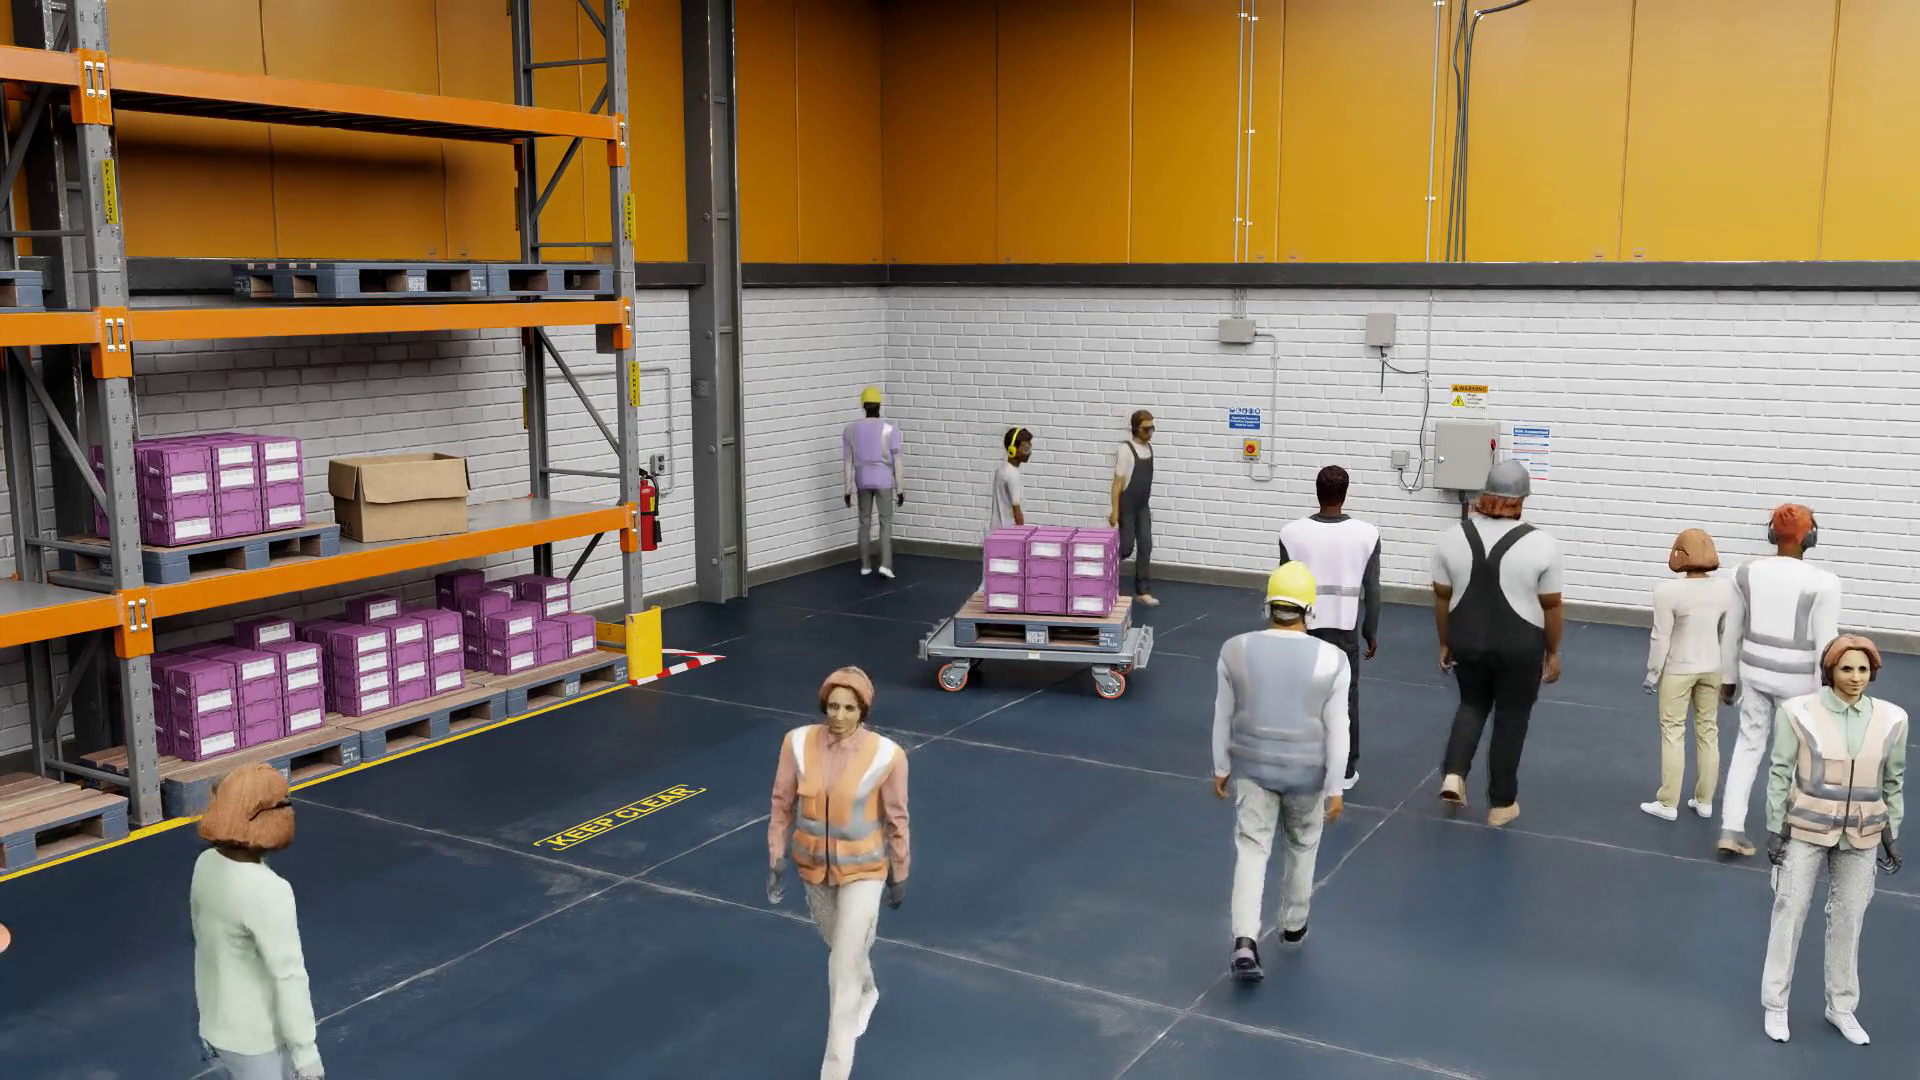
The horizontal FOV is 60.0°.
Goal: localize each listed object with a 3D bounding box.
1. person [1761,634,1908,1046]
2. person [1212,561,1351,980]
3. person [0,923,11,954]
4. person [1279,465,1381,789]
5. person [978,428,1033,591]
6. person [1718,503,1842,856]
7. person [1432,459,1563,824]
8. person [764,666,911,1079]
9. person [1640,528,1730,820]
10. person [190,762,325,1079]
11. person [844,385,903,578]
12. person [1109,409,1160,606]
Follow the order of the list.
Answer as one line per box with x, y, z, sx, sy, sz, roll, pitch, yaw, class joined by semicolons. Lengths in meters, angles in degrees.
3.435;1.172;6.551;0.514;1.642;0.310;1;9;7;person
1.378;0.988;7.204;0.597;1.801;0.848;3;10;19;person
-2.212;1.546;3.390;0.621;1.900;0.578;-4;10;-23;person
2.157;0.518;9.767;0.598;1.917;0.378;1;9;7;person
0.407;-0.005;13.418;0.990;1.809;0.524;0;9;-2;person
4.238;0.733;8.625;0.652;1.879;0.594;-7;12;-38;person
2.992;0.552;9.176;0.689;2.000;0.536;8;12;40;person
-0.427;1.236;6.296;0.517;1.595;0.860;3;10;21;person
4.045;0.745;9.235;0.499;1.634;0.288;-2;9;-10;person
-2.059;1.452;4.877;0.360;1.624;0.513;-9;13;-43;person
-0.861;-0.575;16.620;0.591;1.940;0.384;2;9;12;person
1.517;-0.310;15.271;0.686;1.817;0.565;8;12;42;person
